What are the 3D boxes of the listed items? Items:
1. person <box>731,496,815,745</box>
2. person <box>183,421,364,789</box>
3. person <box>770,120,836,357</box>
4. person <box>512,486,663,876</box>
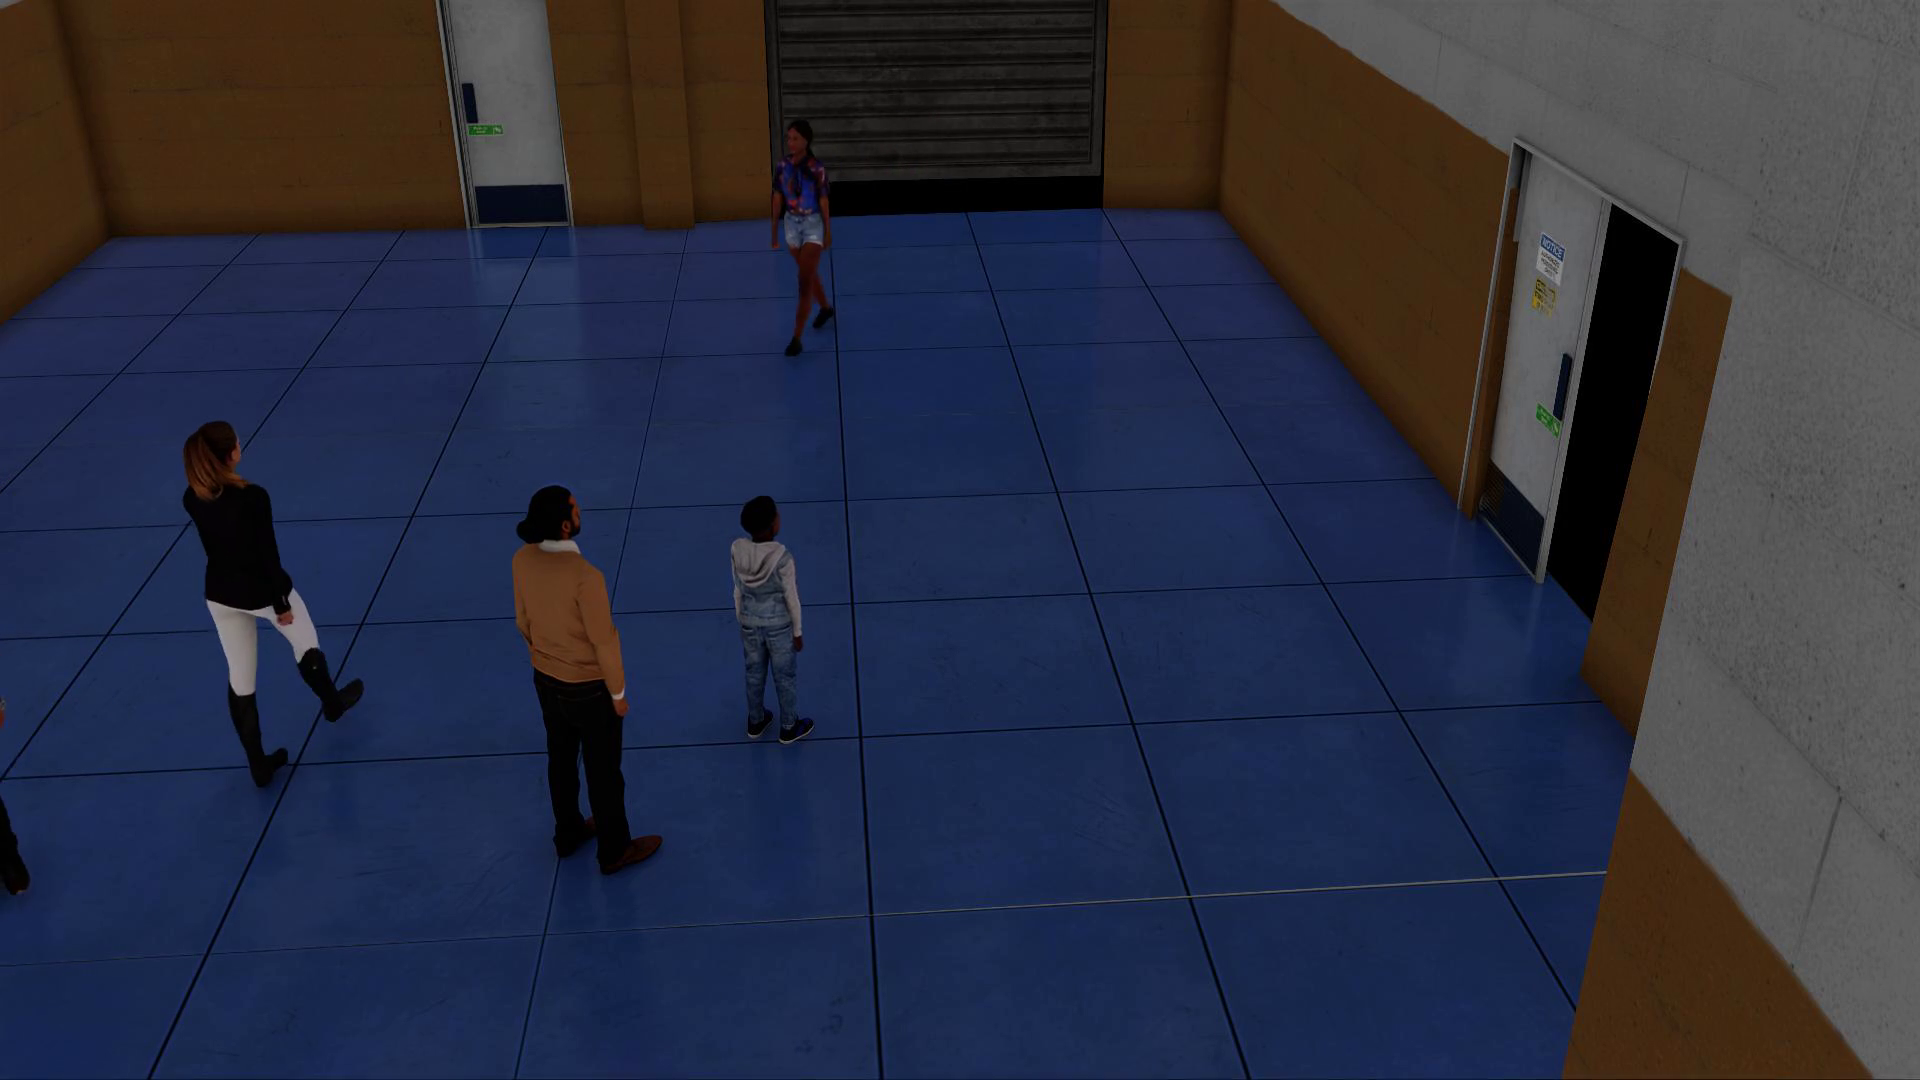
[{"bbox_3d":[-0.906,0.372,7.797,0.532,1.260,0.616,11,29,20],"label":"person"},{"bbox_3d":[-3.192,0.331,7.371,1.012,1.702,0.839,5,27,10],"label":"person"},{"bbox_3d":[-1.144,-2.314,12.619,1.201,1.689,1.024,10,29,20],"label":"person"},{"bbox_3d":[-1.578,0.580,6.834,0.730,1.754,0.815,16,31,28],"label":"person"}]
